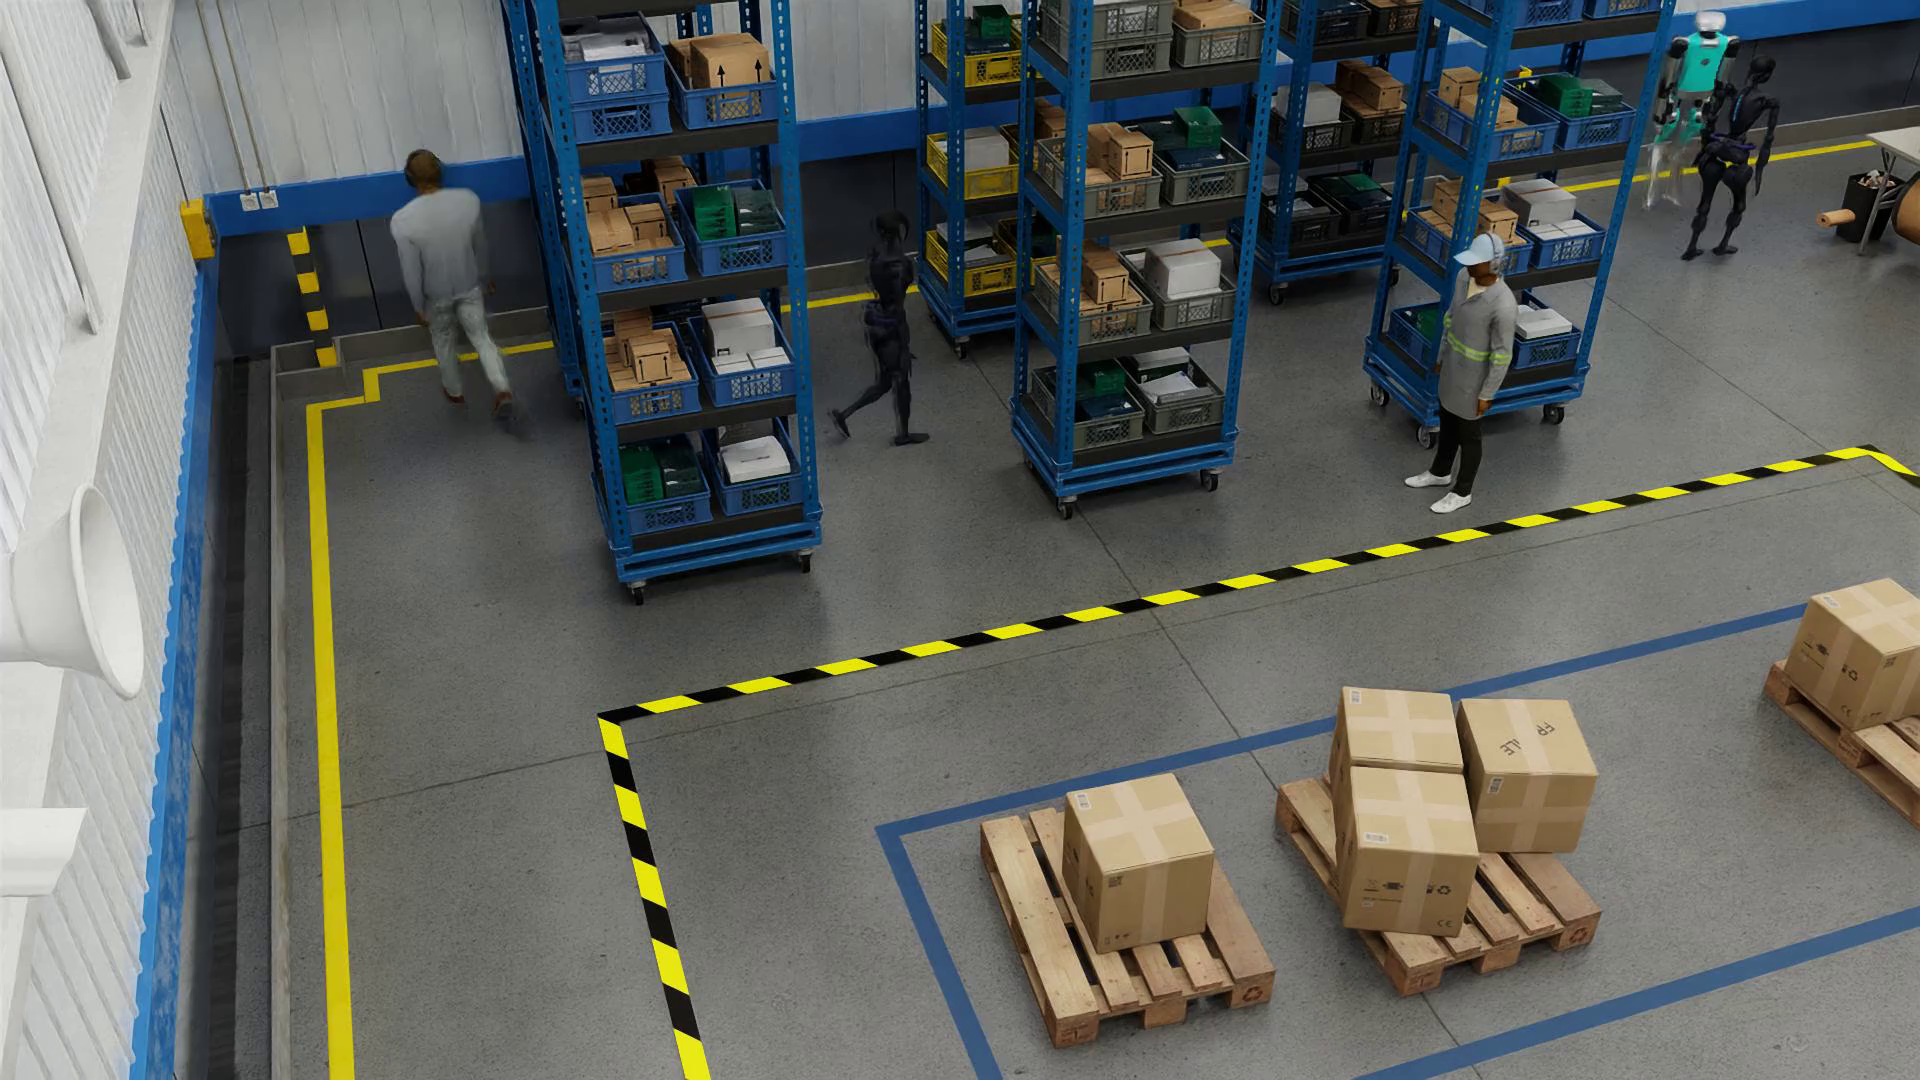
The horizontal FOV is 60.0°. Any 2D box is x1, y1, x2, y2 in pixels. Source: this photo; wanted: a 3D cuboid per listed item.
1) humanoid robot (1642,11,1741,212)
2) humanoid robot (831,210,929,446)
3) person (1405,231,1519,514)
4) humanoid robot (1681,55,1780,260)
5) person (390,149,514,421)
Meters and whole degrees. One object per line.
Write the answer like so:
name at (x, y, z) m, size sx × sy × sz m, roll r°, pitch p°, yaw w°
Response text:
humanoid robot at (5.994, -3.599, 13.906) m, size 0.552 × 1.792 × 0.813 m, roll 2°, pitch 35°, yaw 3°
humanoid robot at (-0.524, -1.333, 10.726) m, size 0.583 × 1.638 × 0.584 m, roll -10°, pitch 36°, yaw -13°
person at (3.056, -1.017, 10.124) m, size 0.394 × 1.850 × 0.598 m, roll -9°, pitch 36°, yaw -13°
humanoid robot at (6.071, -3.006, 13.100) m, size 0.483 × 1.646 × 0.611 m, roll -23°, pitch 41°, yaw -29°
person at (-3.327, -1.640, 10.951) m, size 0.639 × 1.915 × 0.835 m, roll -24°, pitch 42°, yaw -30°
